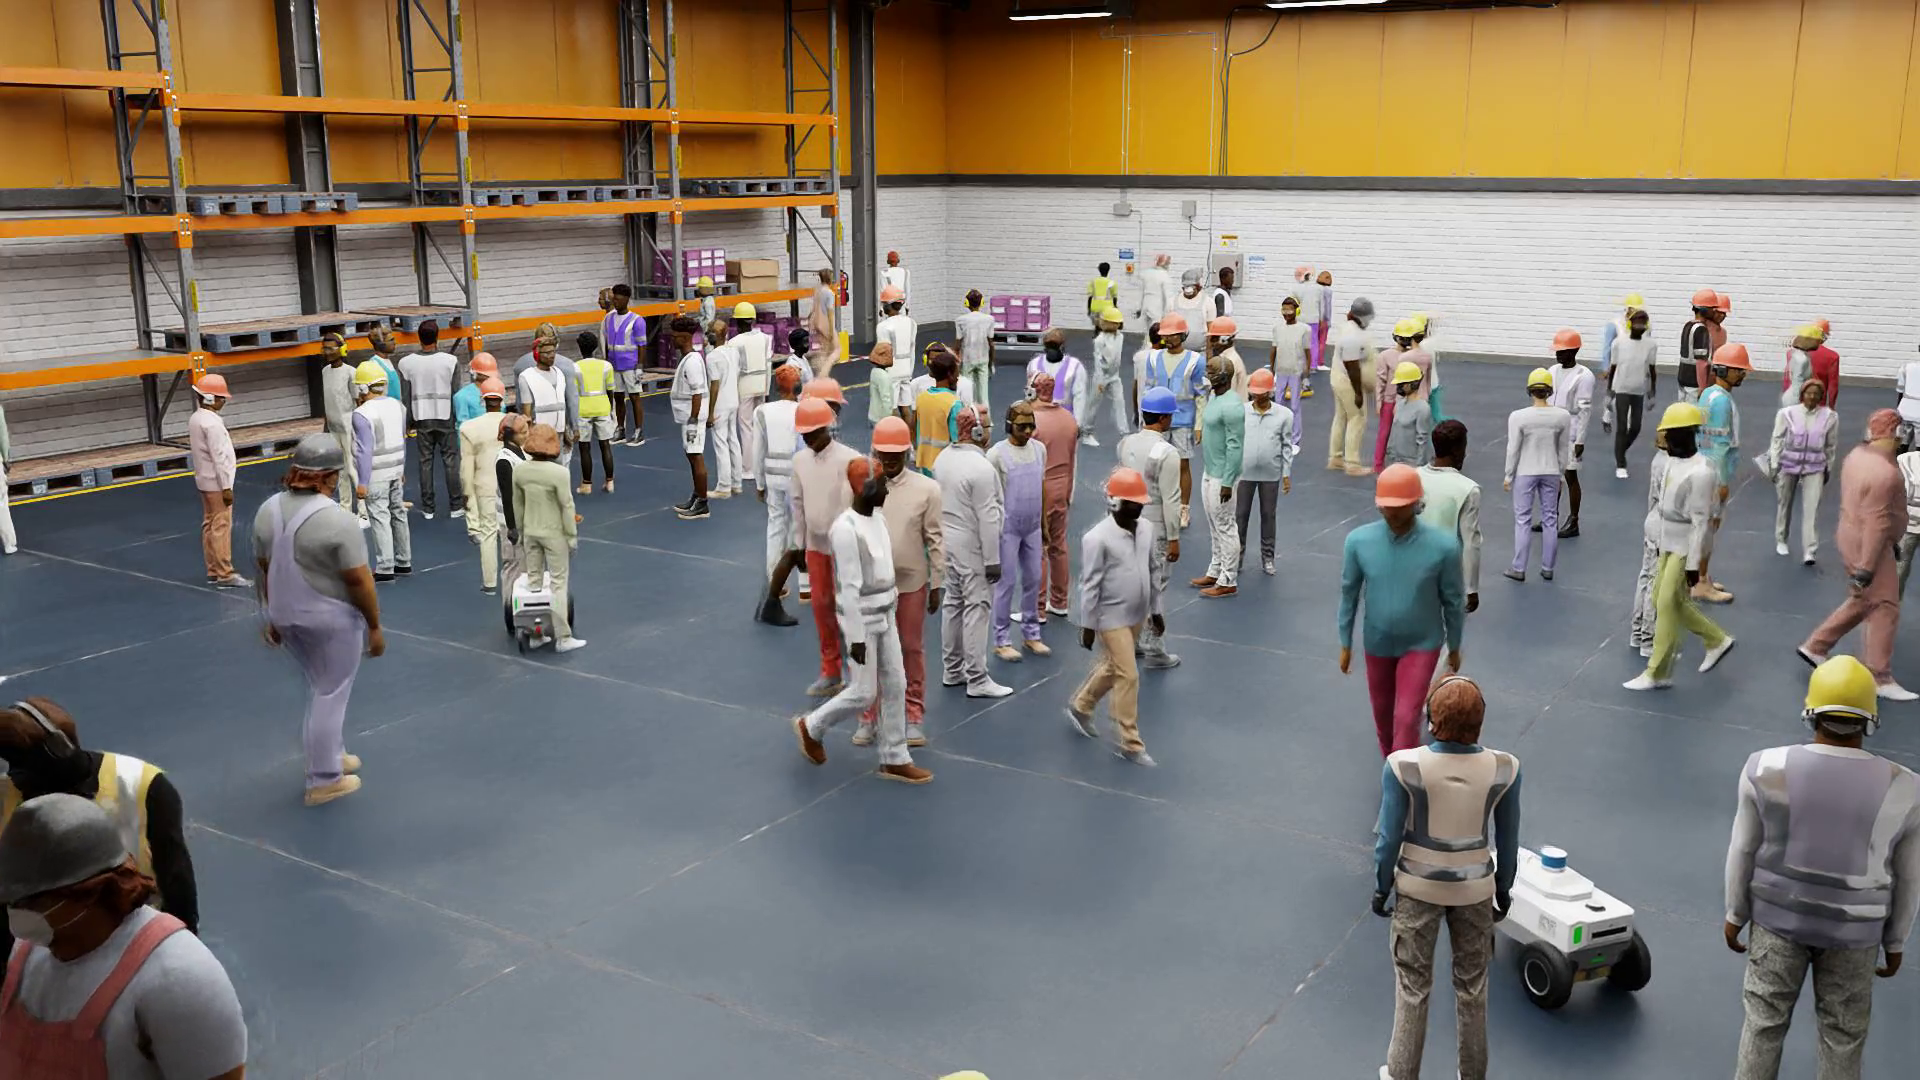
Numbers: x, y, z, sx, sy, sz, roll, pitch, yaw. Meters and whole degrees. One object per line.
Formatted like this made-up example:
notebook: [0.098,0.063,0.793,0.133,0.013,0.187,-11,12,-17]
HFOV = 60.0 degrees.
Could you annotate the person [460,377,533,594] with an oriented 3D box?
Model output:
person: [-3.711,-0.429,13.338,0.599,1.745,0.345,-5,14,-20]

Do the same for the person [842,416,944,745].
person: [-0.399,0.249,9.848,0.611,1.990,0.399,1,13,4]

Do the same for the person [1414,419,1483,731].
person: [2.903,0.216,10.134,0.379,1.917,0.597,-9,16,-34]

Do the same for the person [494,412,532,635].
person: [-3.258,-0.125,12.227,0.306,1.640,0.522,-1,13,-3]

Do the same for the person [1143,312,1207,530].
person: [1.991,-1.112,15.625,0.616,2.041,0.382,7,15,29]

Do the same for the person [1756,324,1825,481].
person: [8.954,-1.465,17.874,0.481,1.713,0.516,6,14,23]

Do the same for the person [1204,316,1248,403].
person: [2.536,-1.144,15.920,0.440,1.980,0.632,2,13,7]

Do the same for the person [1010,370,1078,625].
person: [0.598,-0.322,12.497,0.403,1.906,0.652,11,17,40]

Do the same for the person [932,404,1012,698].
person: [0.092,0.067,10.805,0.405,1.911,0.636,-7,15,-29]

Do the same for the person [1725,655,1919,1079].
person: [2.935,1.287,5.700,0.590,1.825,0.403,6,14,26]

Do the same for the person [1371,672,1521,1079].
person: [1.771,1.289,6.096,0.525,1.639,0.307,0,13,1]

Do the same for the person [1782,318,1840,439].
person: [9.298,-1.552,18.201,0.571,1.739,0.355,13,18,43]

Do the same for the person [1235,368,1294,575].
person: [2.496,-0.569,13.922,0.560,1.744,0.332,2,13,8]

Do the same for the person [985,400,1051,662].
person: [0.400,-0.067,11.554,0.518,1.836,0.346,-9,16,-34]

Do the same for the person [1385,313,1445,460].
person: [5.336,-1.762,19.190,0.904,1.696,0.535,6,14,26]

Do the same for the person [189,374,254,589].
person: [-6.032,-0.478,13.527,0.333,1.743,0.563,-11,17,-39]

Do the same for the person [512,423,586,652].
person: [-2.923,-0.017,11.776,0.507,1.631,0.268,6,14,24]

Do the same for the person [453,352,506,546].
person: [-4.287,-0.832,15.067,0.352,1.740,0.563,8,15,32]

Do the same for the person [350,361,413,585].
person: [-4.767,-0.548,13.639,0.403,1.830,0.601,4,13,16]

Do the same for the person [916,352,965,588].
person: [-0.144,-0.566,13.535,0.392,1.917,0.591,-9,16,-35]

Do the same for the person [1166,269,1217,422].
person: [3.013,-2.574,21.972,0.684,2.000,0.536,5,14,20]

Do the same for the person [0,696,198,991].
person: [-2.830,1.362,5.454,0.642,1.805,0.434,-4,14,-18]

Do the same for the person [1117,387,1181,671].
person: [1.305,-0.079,11.372,0.417,1.940,0.607,-8,15,-30]

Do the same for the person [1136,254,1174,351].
person: [3.279,-3.861,27.937,0.536,1.867,0.665,-8,15,-30]

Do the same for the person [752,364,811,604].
person: [-1.334,-0.434,13.033,0.578,1.882,0.346,4,14,18]

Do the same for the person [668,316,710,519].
person: [-2.622,-1.191,16.132,0.361,1.963,0.612,-3,13,-13]

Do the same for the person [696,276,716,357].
person: [-3.725,-3.007,24.497,0.290,1.746,0.486,-2,13,-8]

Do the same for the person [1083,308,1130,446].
person: [1.799,-1.931,19.926,0.492,1.686,0.899,-10,17,-38]

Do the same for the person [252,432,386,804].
person: [-3.417,0.393,9.102,0.708,2.000,0.665,7,15,27]

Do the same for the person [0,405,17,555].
person: [-8.555,-0.650,14.499,0.513,1.642,0.313,-9,16,-35]

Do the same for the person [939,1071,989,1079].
person: [-0.116,1.879,3.284,0.670,1.751,0.519,-4,13,-15]

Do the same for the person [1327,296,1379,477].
person: [4.351,-1.725,18.289,0.540,2.000,0.726,2,13,10]

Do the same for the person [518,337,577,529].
person: [-3.837,-0.961,15.407,0.390,1.843,0.563,6,14,25]

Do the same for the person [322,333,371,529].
person: [-5.774,-1.009,15.558,0.530,1.869,0.311,8,15,31]

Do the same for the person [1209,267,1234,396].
person: [3.747,-2.968,23.954,0.389,1.916,0.590,3,13,12]

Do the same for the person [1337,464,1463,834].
person: [2.350,0.505,8.861,0.636,1.948,0.941,6,14,25]

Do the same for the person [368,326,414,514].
person: [-5.606,-1.166,16.291,0.336,1.846,0.514,-2,13,-7]

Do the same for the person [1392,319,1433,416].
person: [4.817,-1.470,17.784,0.533,1.767,0.325,-9,16,-35]

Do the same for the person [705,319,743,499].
person: [-2.438,-1.337,17.034,0.326,1.843,0.515,6,14,23]

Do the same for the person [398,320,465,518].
person: [-5.084,-1.157,16.091,0.587,1.920,0.391,-2,13,-7]
